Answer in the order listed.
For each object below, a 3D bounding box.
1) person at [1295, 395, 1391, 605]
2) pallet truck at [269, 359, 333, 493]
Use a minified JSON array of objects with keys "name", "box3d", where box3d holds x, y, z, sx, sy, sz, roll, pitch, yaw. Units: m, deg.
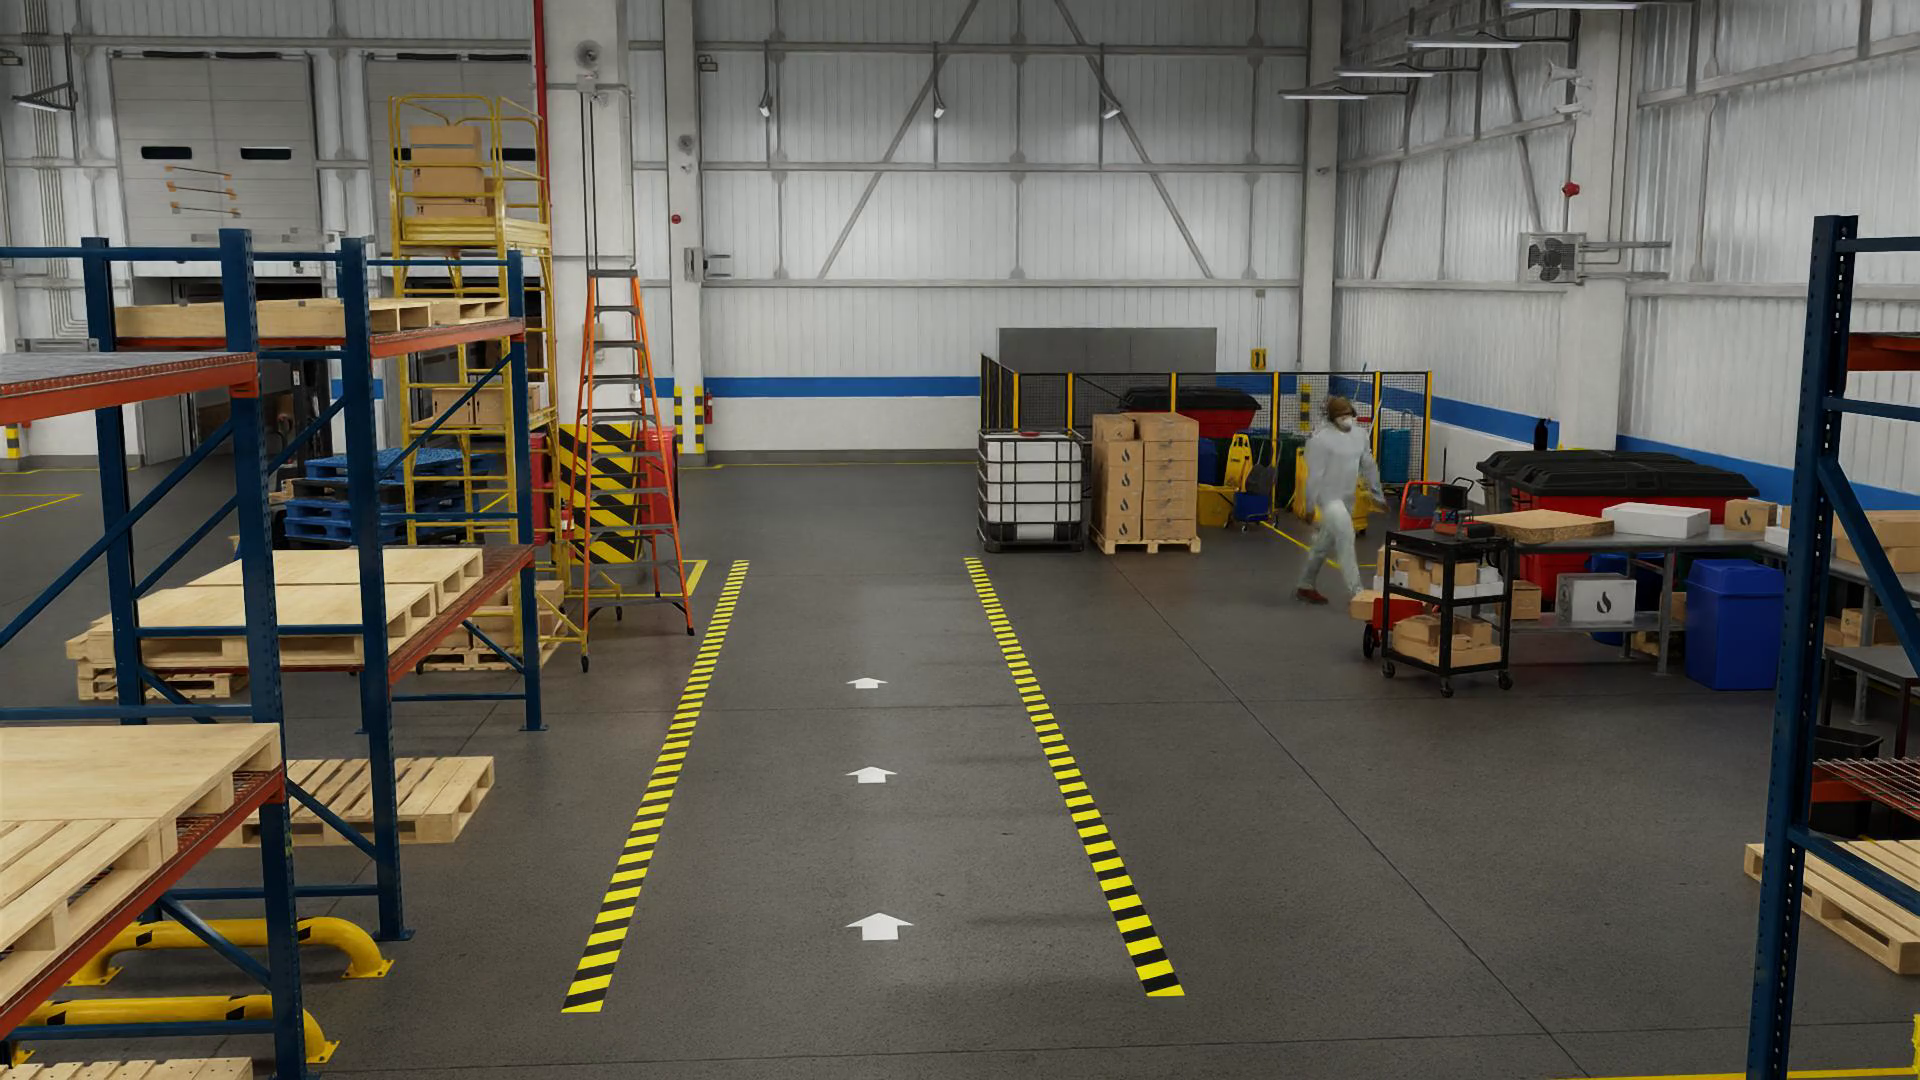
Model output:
[{"name":"person","box3d":[3.237,-0.305,14.207,0.650,1.877,0.996,-8,12,-41]},{"name":"pallet truck","box3d":[-7.062,-1.131,18.996,1.885,1.965,0.823,2,9,13]}]
